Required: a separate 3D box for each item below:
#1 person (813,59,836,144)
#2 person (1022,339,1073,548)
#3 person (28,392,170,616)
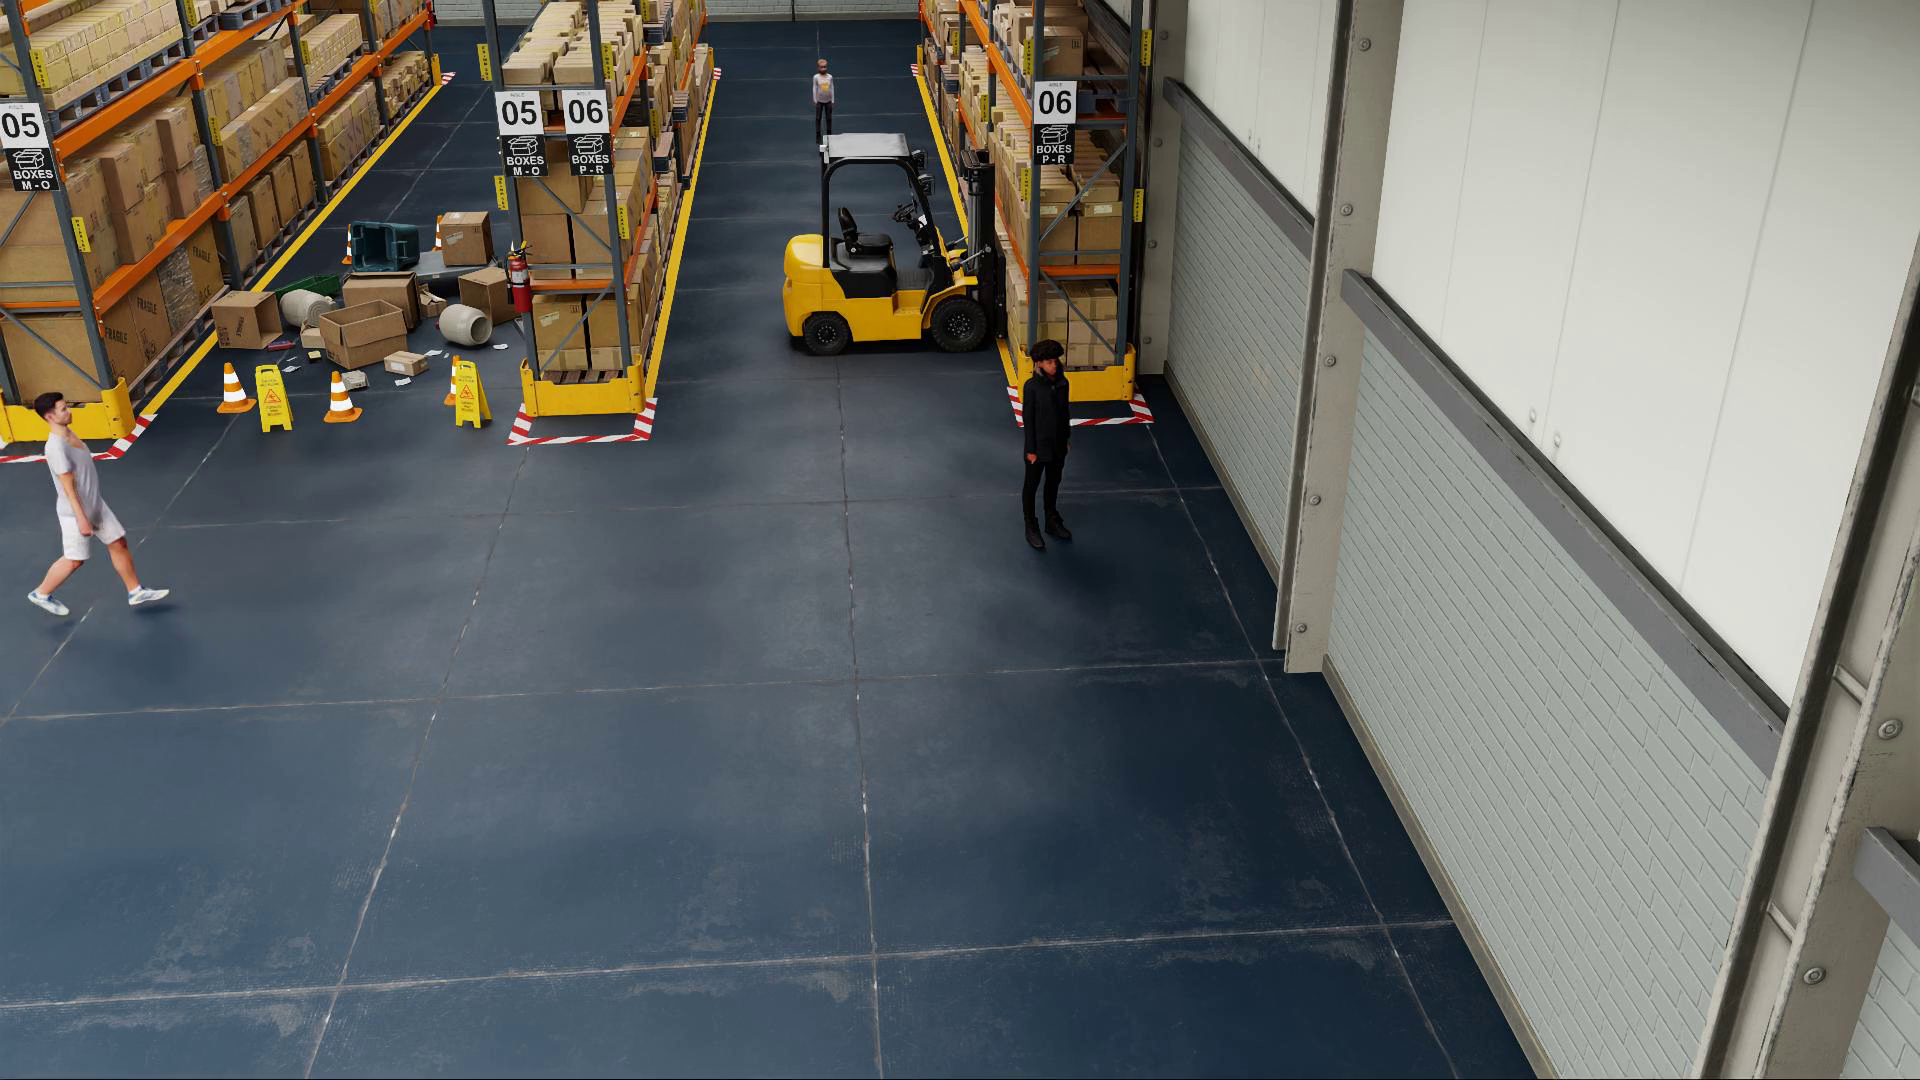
[{"bbox_3d":[-2.155,-6.943,26.275,0.530,1.279,0.545,-8,28,-15],"label":"person"},{"bbox_3d":[0.708,-0.832,13.860,0.726,1.781,0.755,-17,32,-30],"label":"person"},{"bbox_3d":[-6.790,-0.233,12.654,0.899,1.820,1.201,-7,28,-13],"label":"person"}]
